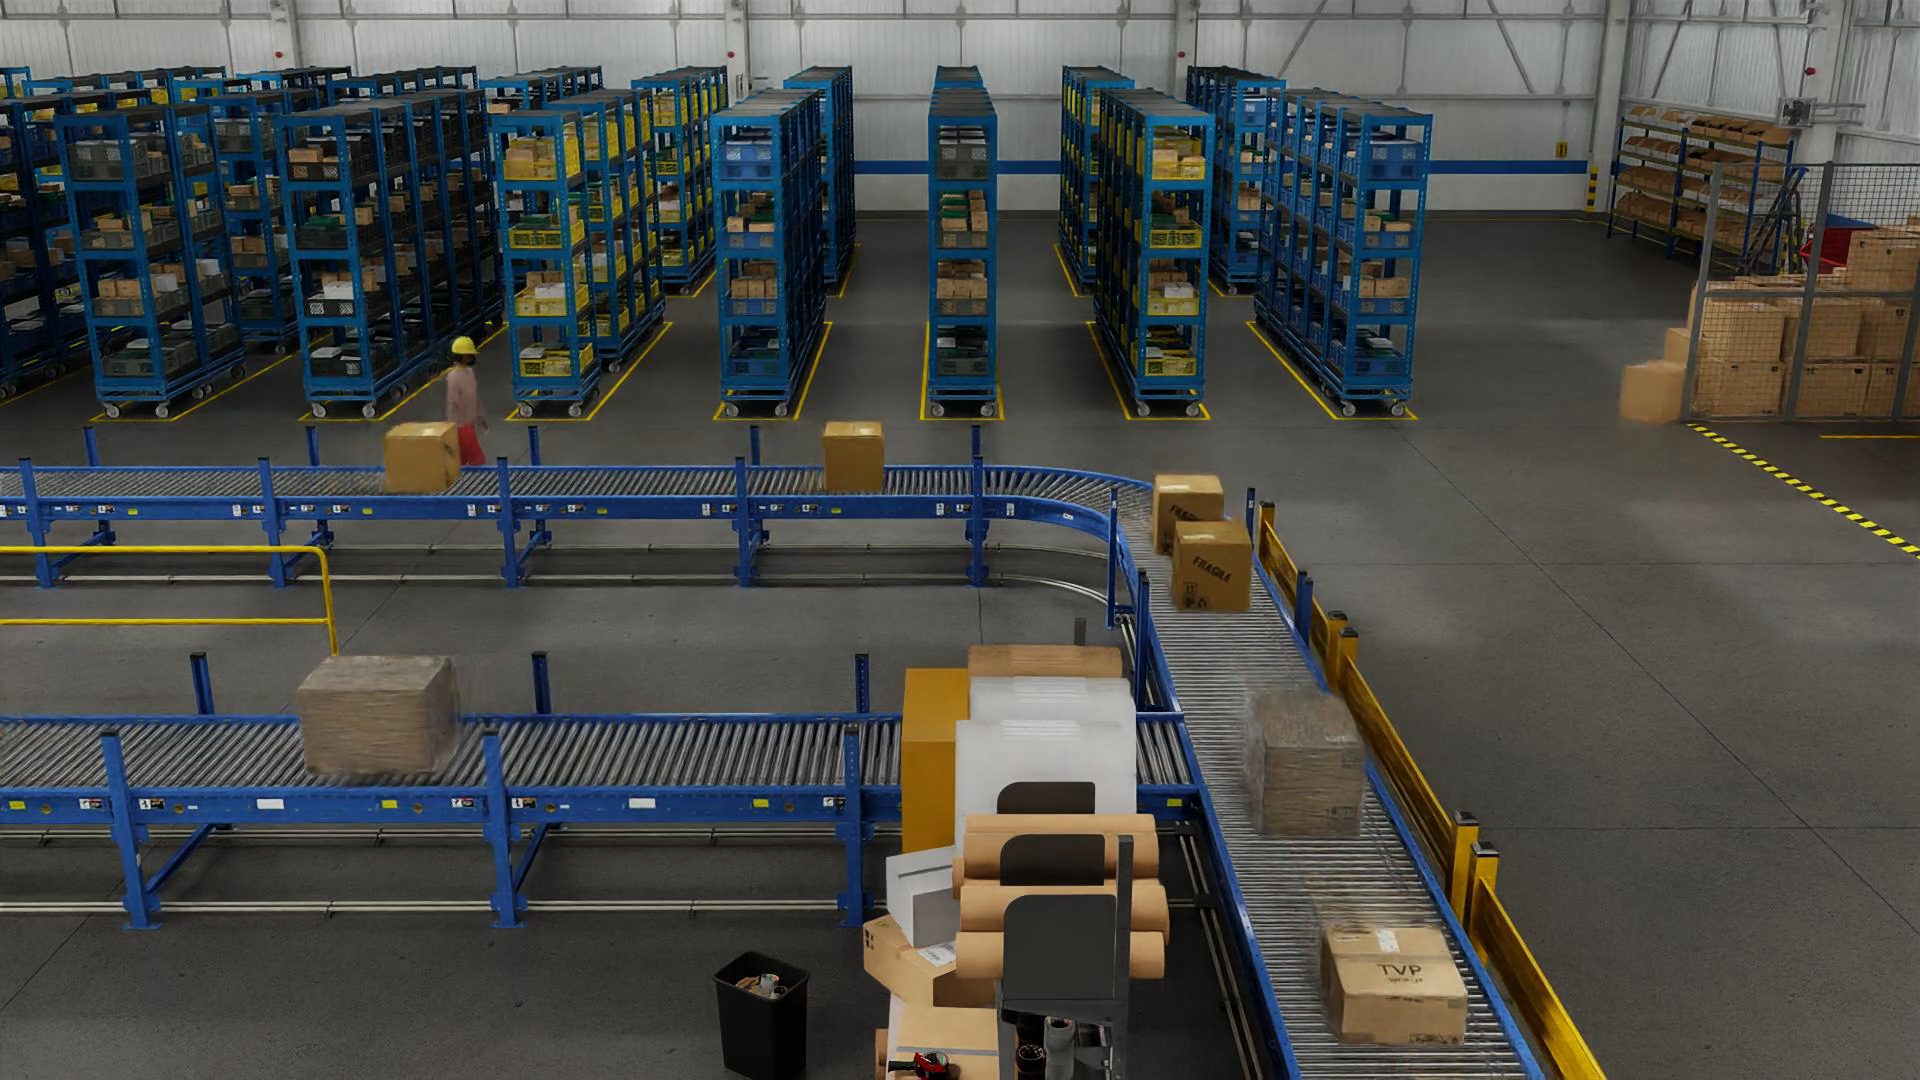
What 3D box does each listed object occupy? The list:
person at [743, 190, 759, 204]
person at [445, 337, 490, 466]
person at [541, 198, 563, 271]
[{"bbox_3d":[-3.870,-5.907,30.637,0.411,1.987,0.607,-4,18,-12],"label":"person"},{"bbox_3d":[-4.737,-1.124,16.278,0.795,1.736,0.544,1,18,3],"label":"person"},{"bbox_3d":[-6.469,-4.587,26.795,0.589,1.837,0.404,-6,19,-18],"label":"person"}]
